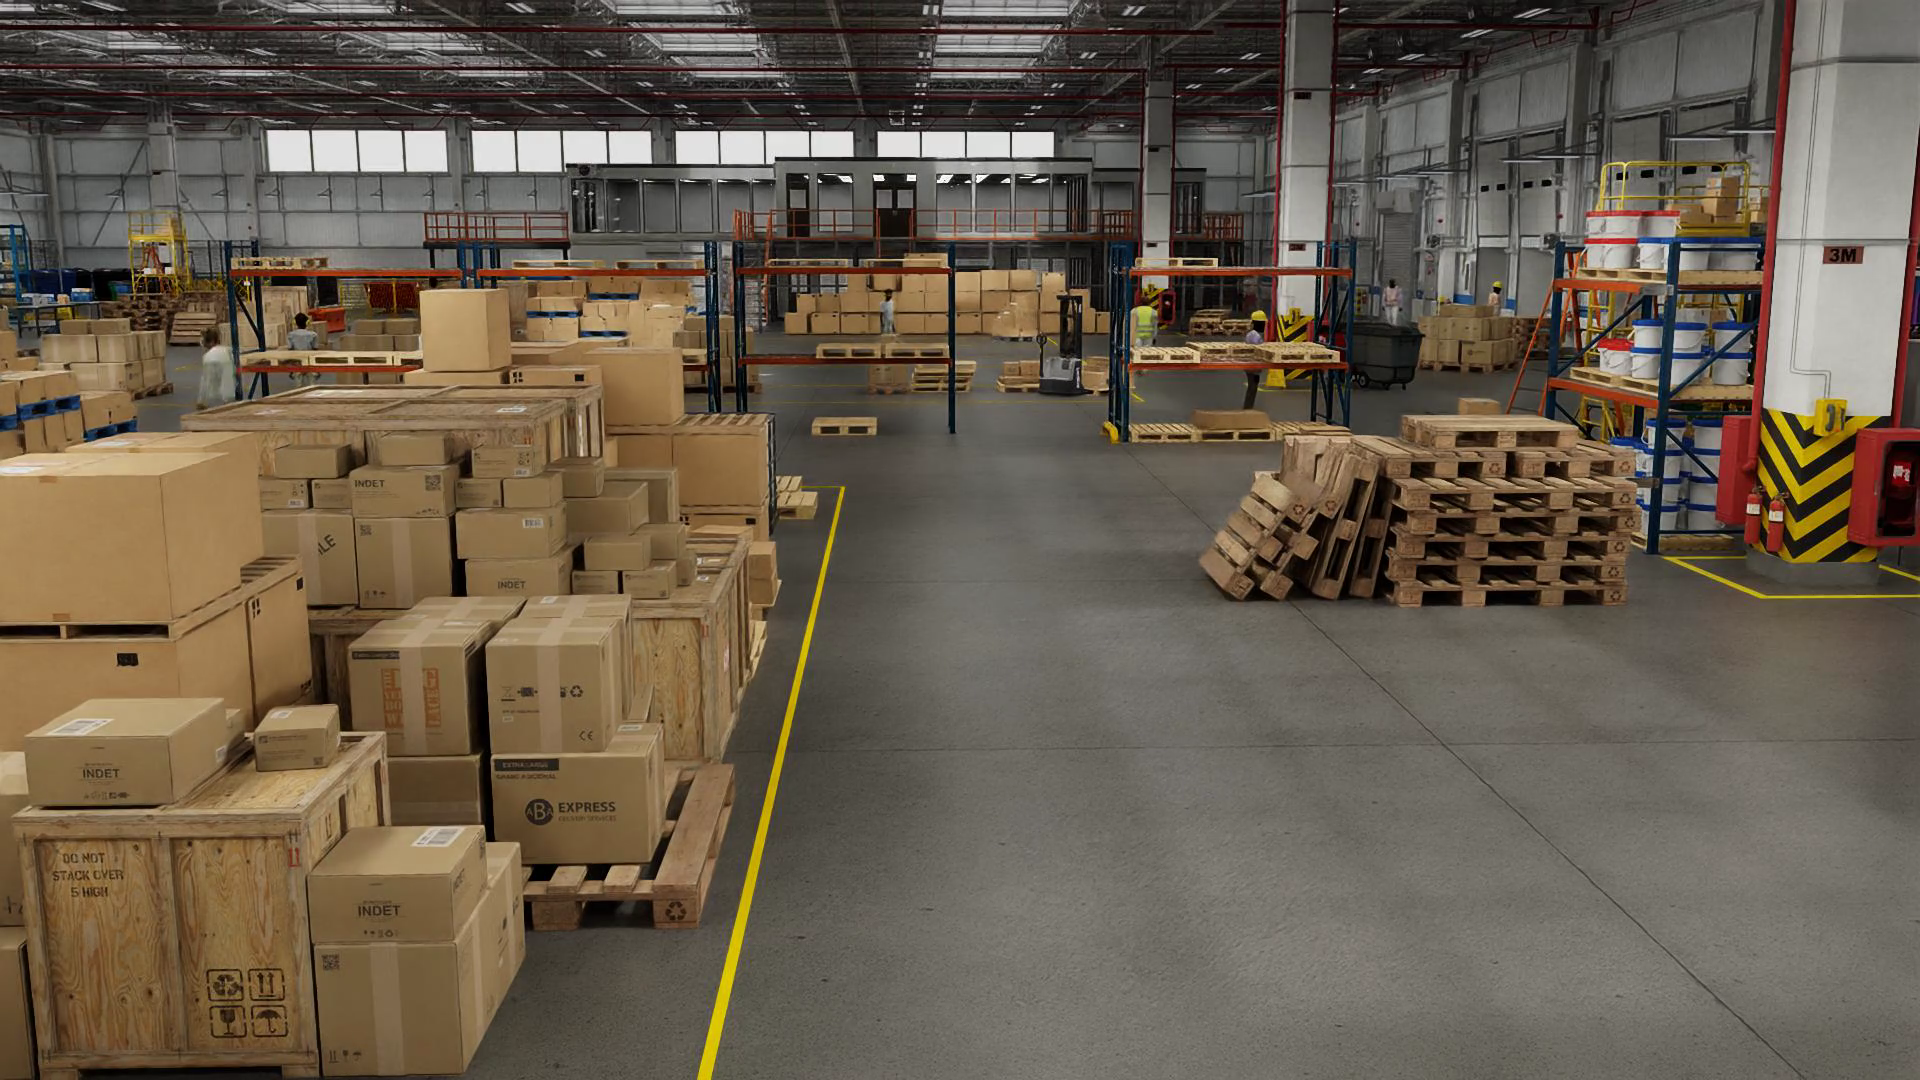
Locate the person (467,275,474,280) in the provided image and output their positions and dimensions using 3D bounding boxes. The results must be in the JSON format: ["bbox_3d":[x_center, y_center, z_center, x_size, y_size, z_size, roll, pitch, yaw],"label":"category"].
[{"bbox_3d":[-20.318,-10.215,68.774,0.506,1.846,0.346,-2,10,-10],"label":"person"}]

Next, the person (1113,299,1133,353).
[{"bbox_3d":[3.396,-4.142,34.681,0.354,1.937,0.635,8,13,38],"label":"person"}]

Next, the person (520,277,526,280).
[{"bbox_3d":[-15.786,-8.633,60.178,0.314,1.769,0.523,-6,12,-29],"label":"person"}]

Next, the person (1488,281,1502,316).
[{"bbox_3d":[15.023,-6.300,46.736,0.368,1.926,0.587,0,10,0],"label":"person"}]

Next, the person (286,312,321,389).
[{"bbox_3d":[-10.907,-2.847,27.658,0.512,1.872,0.330,-3,11,-18],"label":"person"}]

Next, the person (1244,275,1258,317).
[{"bbox_3d":[11.671,-9.862,66.558,0.646,1.939,1.045,-3,11,-18],"label":"person"}]

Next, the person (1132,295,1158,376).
[{"bbox_3d":[4.155,-4.620,37.656,0.658,1.822,0.576,0,10,2],"label":"person"}]

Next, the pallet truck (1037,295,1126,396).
[{"bbox_3d":[2.483,-3.881,33.060,1.885,1.965,0.823,-7,13,-36],"label":"pallet truck"}]

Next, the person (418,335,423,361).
[{"bbox_3d":[-8.328,-2.651,26.525,0.584,1.882,0.337,2,10,11],"label":"person"}]

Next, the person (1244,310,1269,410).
[{"bbox_3d":[4.827,-2.782,27.174,0.389,1.919,0.587,1,10,6],"label":"person"}]

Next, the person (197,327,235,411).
[{"bbox_3d":[-10.014,-1.873,22.129,0.928,1.901,0.661,-1,10,-6],"label":"person"}]

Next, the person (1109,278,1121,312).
[{"bbox_3d":[6.652,-10.522,70.554,0.614,1.832,0.982,-9,13,-40],"label":"person"}]

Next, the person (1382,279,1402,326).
[{"bbox_3d":[14.157,-7.653,54.632,0.631,1.796,0.944,6,12,29],"label":"person"}]

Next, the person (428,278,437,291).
[{"bbox_3d":[-16.600,-7.352,52.643,0.607,1.921,1.015,8,13,39],"label":"person"}]

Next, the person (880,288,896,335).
[{"bbox_3d":[-1.821,-5.418,41.993,0.323,1.865,0.518,8,13,39],"label":"person"}]
